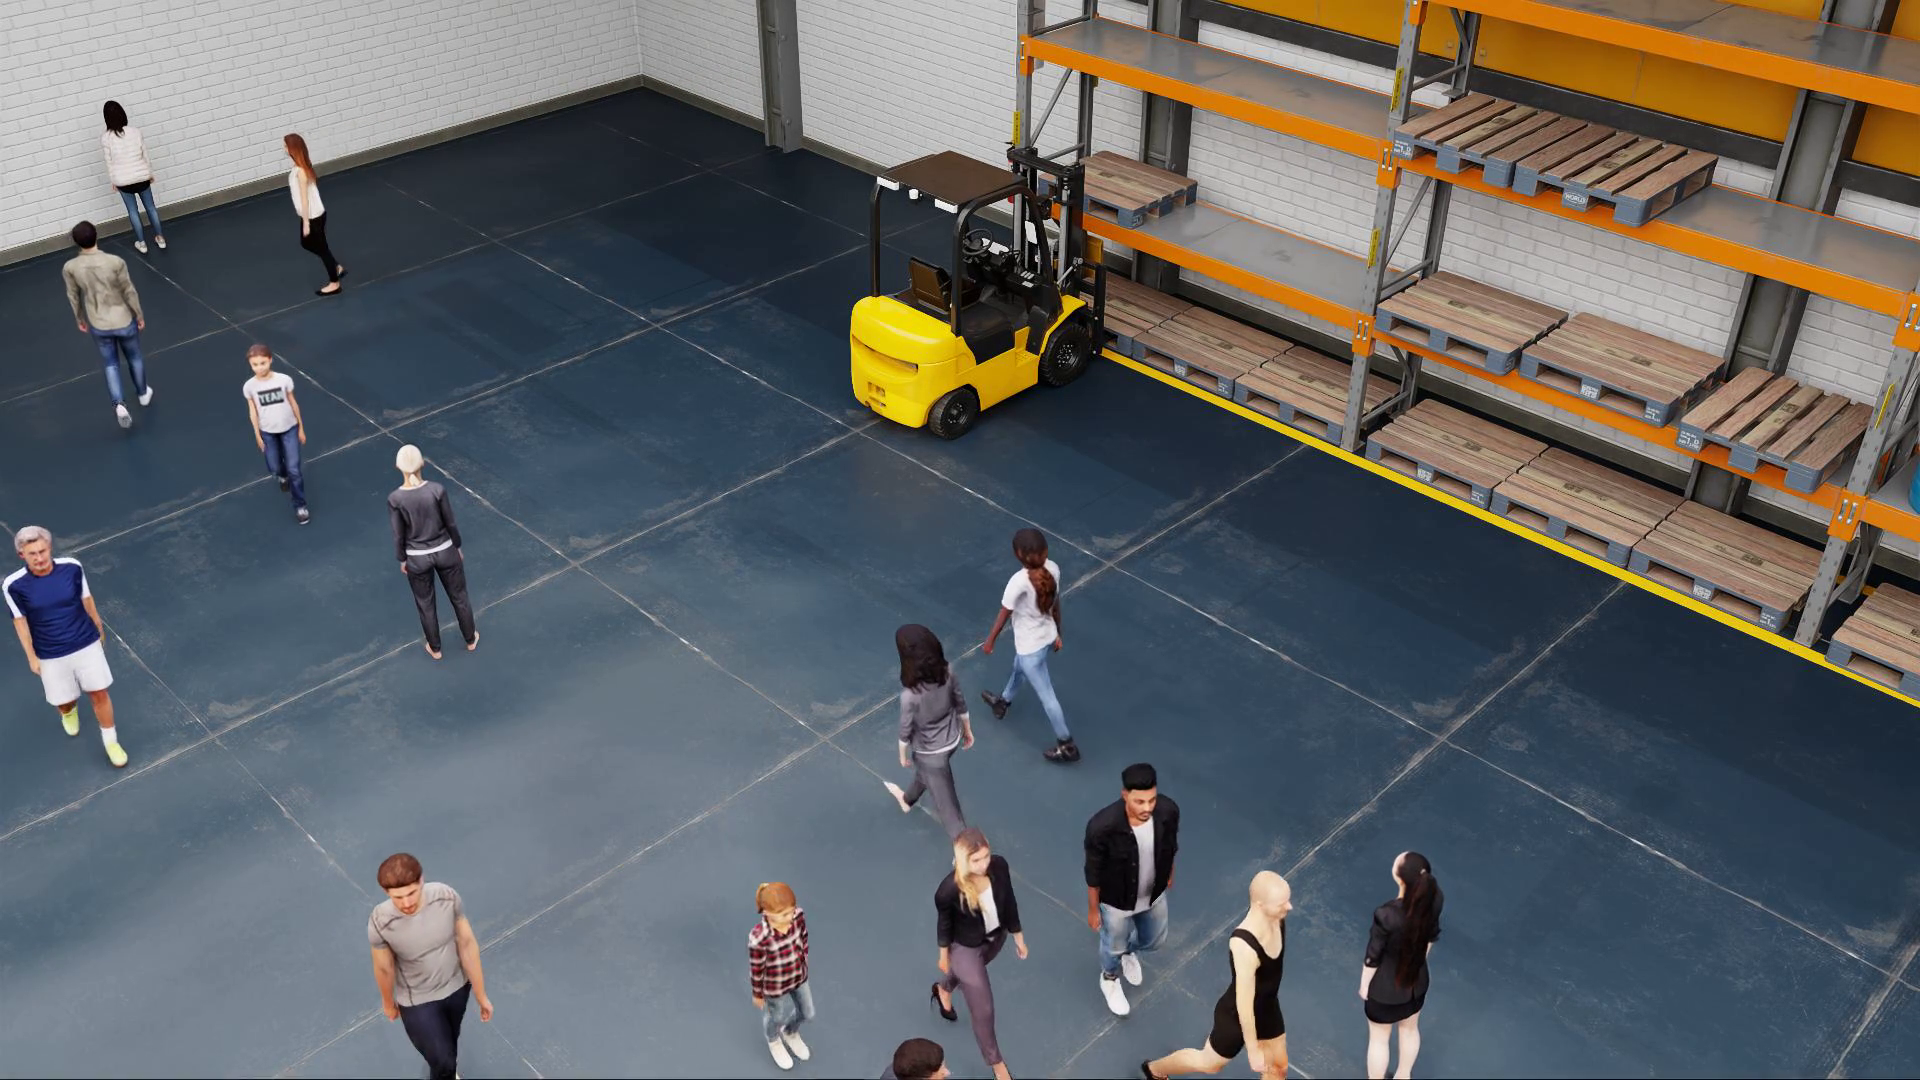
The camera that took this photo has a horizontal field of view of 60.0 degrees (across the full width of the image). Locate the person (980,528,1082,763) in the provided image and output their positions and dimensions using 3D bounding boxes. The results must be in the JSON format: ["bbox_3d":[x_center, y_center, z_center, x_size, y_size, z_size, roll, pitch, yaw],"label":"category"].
[{"bbox_3d":[0.556,0.729,10.870,1.140,1.672,0.648,24,40,31],"label":"person"}]

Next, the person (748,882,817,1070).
[{"bbox_3d":[-0.992,2.275,8.883,0.561,1.297,0.528,-24,40,-31],"label":"person"}]

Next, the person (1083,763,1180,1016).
[{"bbox_3d":[0.895,1.827,9.111,0.858,1.791,0.866,-9,35,-13],"label":"person"}]

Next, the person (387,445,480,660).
[{"bbox_3d":[-3.756,0.082,11.796,0.676,1.725,0.657,-12,35,-17],"label":"person"}]

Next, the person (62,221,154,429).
[{"bbox_3d":[-7.485,-1.878,14.637,1.001,1.844,1.215,-12,35,-17],"label":"person"}]

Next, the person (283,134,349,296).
[{"bbox_3d":[-6.493,-3.306,16.903,0.730,1.714,0.653,-14,36,-19],"label":"person"}]

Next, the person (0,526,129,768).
[{"bbox_3d":[-5.855,0.654,10.842,0.684,1.830,0.897,-24,41,-32],"label":"person"}]

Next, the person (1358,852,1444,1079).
[{"bbox_3d":[2.257,2.271,8.532,0.664,1.693,0.663,-14,36,-19],"label":"person"}]

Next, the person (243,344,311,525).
[{"bbox_3d":[-5.511,-0.914,13.452,0.719,1.550,0.917,-13,36,-19],"label":"person"}]

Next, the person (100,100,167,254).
[{"bbox_3d":[-8.907,-3.912,17.885,0.611,1.636,0.559,-26,42,-34],"label":"person"}]

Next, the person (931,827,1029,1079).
[{"bbox_3d":[0.035,2.118,8.827,0.661,1.621,1.031,-24,41,-32],"label":"person"}]

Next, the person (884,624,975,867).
[{"bbox_3d":[-0.083,1.317,9.957,0.635,1.705,1.138,-27,42,-35],"label":"person"}]

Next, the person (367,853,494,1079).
[{"bbox_3d":[-2.714,2.223,8.451,0.653,1.862,0.813,-25,41,-32],"label":"person"}]

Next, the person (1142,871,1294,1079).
[{"bbox_3d":[1.347,2.340,8.352,1.221,1.778,0.771,22,39,29],"label":"person"}]
